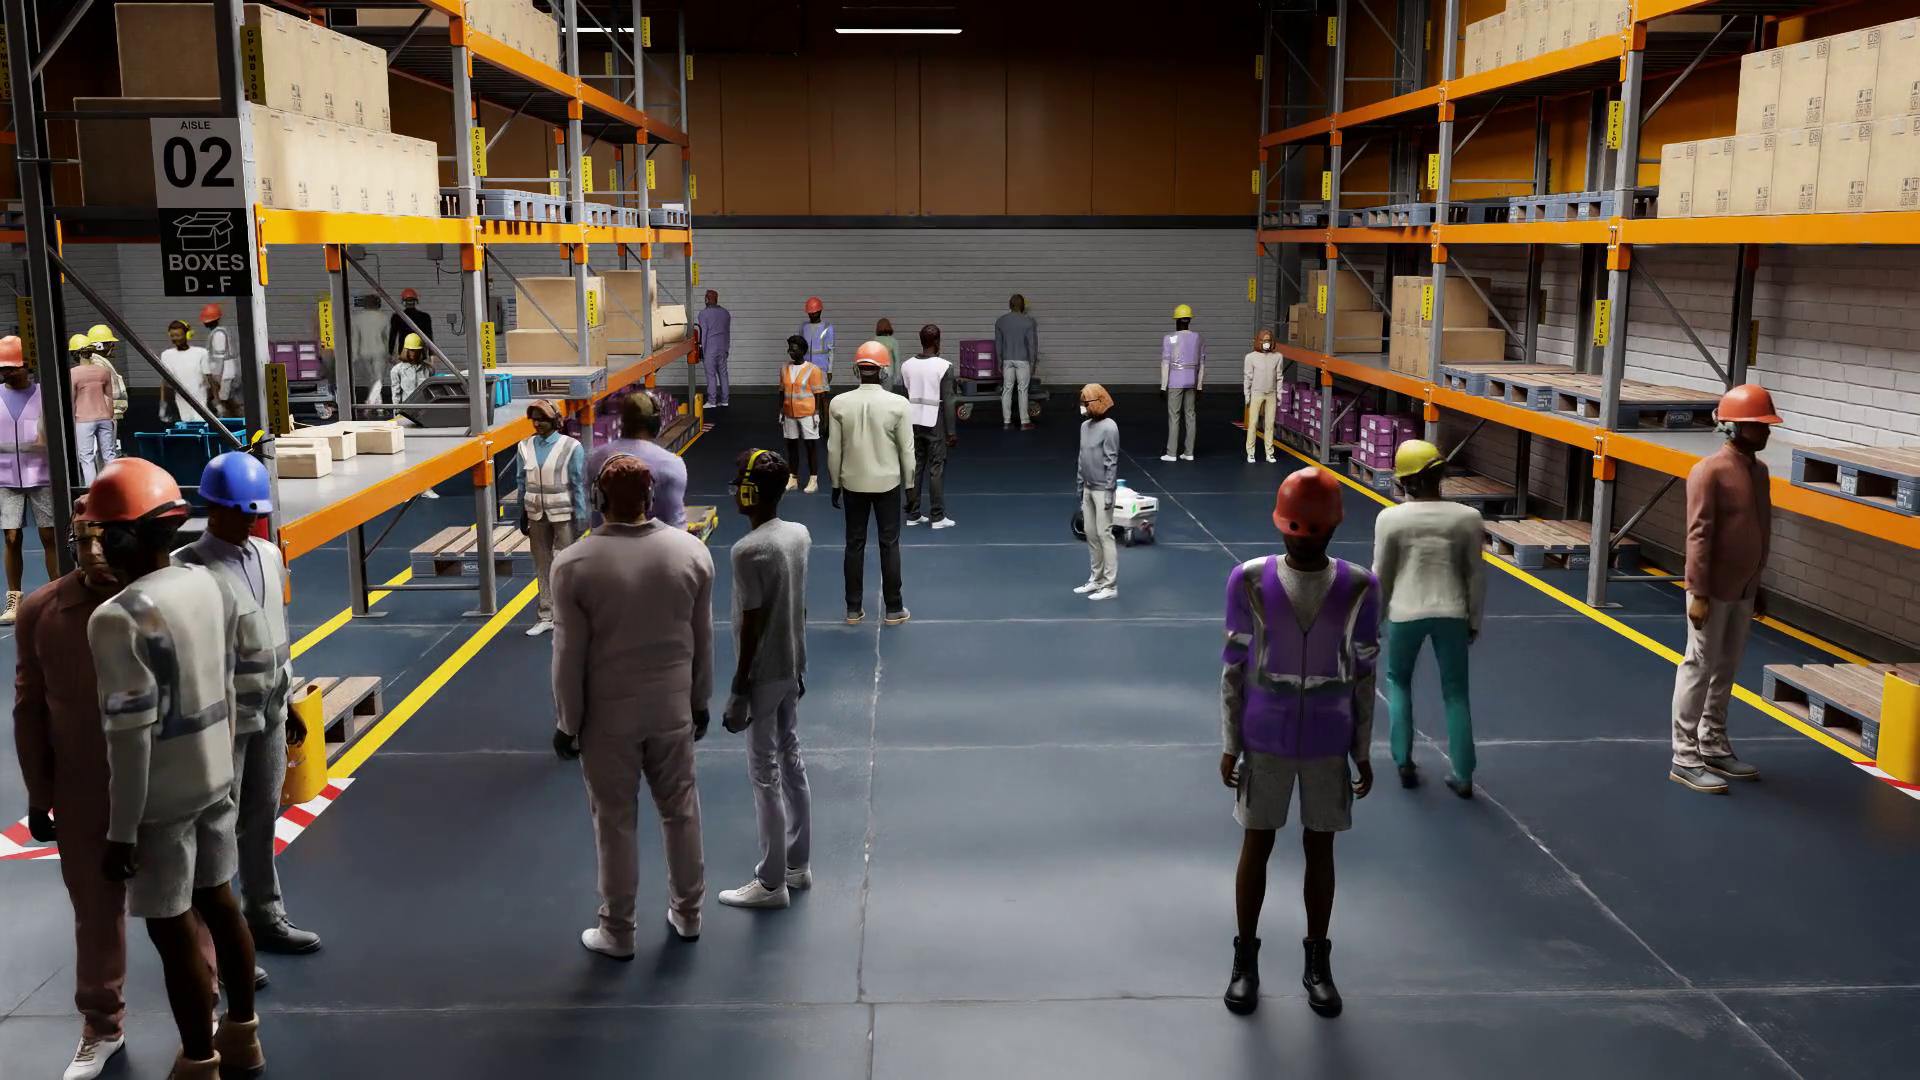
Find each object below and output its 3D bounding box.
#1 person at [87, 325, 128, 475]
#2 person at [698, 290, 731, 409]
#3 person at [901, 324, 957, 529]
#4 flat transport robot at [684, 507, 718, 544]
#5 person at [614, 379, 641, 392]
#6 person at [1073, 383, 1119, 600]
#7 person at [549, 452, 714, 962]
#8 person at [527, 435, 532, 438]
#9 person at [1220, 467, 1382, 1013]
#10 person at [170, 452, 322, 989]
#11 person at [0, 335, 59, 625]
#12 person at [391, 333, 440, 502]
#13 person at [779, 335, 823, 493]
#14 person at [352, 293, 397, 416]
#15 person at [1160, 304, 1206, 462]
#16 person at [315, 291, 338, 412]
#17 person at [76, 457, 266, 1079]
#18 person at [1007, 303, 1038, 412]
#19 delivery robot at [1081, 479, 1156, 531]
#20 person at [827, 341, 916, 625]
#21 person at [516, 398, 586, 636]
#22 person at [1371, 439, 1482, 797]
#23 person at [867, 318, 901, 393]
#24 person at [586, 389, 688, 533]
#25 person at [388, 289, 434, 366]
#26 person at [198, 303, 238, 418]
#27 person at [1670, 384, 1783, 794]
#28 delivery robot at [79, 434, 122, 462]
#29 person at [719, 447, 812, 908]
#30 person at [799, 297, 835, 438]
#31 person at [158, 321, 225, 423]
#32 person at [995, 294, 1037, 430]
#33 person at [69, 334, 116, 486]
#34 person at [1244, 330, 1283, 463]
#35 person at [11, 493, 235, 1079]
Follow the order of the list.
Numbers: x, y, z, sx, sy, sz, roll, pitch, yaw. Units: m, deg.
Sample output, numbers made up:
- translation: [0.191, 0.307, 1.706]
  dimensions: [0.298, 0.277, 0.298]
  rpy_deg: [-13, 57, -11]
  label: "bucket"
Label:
- translation: [-8.790, -1.295, 17.143]
  dimensions: [0.403, 1.833, 0.586]
  rpy_deg: [-6, 12, -30]
  label: "person"
- translation: [-3.996, -3.076, 26.858]
  dimensions: [0.399, 1.909, 0.642]
  rpy_deg: [8, 13, 39]
  label: "person"
- translation: [-0.303, -1.064, 15.642]
  dimensions: [0.592, 1.912, 0.384]
  rpy_deg: [8, 13, 38]
  label: "person"
- translation: [-2.576, -0.123, 14.960]
  dimensions: [0.652, 0.197, 1.431]
  rpy_deg: [0, 10, -2]
  label: "flat transport robot"
- translation: [-5.005, -2.631, 24.610]
  dimensions: [0.612, 1.812, 0.443]
  rpy_deg: [8, 13, 39]
  label: "person"
- translation: [1.036, -0.369, 12.567]
  dimensions: [0.283, 1.623, 0.511]
  rpy_deg: [-5, 11, -24]
  label: "person"
- translation: [-1.238, 0.621, 6.263]
  dimensions: [0.643, 1.908, 0.399]
  rpy_deg: [-7, 12, -33]
  label: "person"
- translation: [-5.432, -2.051, 21.357]
  dimensions: [0.625, 1.836, 0.428]
  rpy_deg: [-6, 12, -31]
  label: "person"
- translation: [1.174, 0.699, 5.770]
  dimensions: [0.542, 1.928, 0.374]
  rpy_deg: [1, 10, 6]
  label: "person"
- translation: [-2.623, 0.642, 6.061]
  dimensions: [0.402, 1.938, 0.602]
  rpy_deg: [3, 11, 15]
  label: "person"
- translation: [-6.564, -0.415, 11.681]
  dimensions: [0.605, 2.035, 0.384]
  rpy_deg: [-3, 11, -18]
  label: "person"
- translation: [-5.640, -1.273, 17.272]
  dimensions: [0.318, 1.740, 0.488]
  rpy_deg: [10, 14, 44]
  label: "person"
- translation: [-1.715, -1.345, 17.799]
  dimensions: [0.540, 1.695, 0.318]
  rpy_deg: [5, 12, 28]
  label: "person"
- translation: [-8.945, -2.798, 25.339]
  dimensions: [0.666, 1.904, 0.816]
  rpy_deg: [1, 10, 5]
  label: "person"
- translation: [2.712, -1.912, 20.350]
  dimensions: [0.589, 1.922, 0.390]
  rpy_deg: [-4, 11, -23]
  label: "person"
- translation: [-9.923, -2.976, 26.316]
  dimensions: [0.624, 1.906, 0.611]
  rpy_deg: [-7, 12, -33]
  label: "person"
- translation: [-2.439, 0.763, 5.093]
  dimensions: [0.390, 2.040, 0.614]
  rpy_deg: [1, 10, 6]
  label: "person"
- translation: [0.954, -2.917, 26.241]
  dimensions: [0.454, 1.811, 0.620]
  rpy_deg: [5, 11, 26]
  label: "person"
- translation: [1.420, -0.301, 14.903]
  dimensions: [0.477, 0.478, 0.707]
  rpy_deg: [-9, 13, -41]
  label: "delivery robot"
- translation: [-0.611, -0.393, 11.672]
  dimensions: [0.622, 1.990, 0.398]
  rpy_deg: [2, 10, 10]
  label: "person"
- translation: [-2.763, -0.143, 11.280]
  dimensions: [0.517, 1.634, 0.311]
  rpy_deg: [3, 11, 17]
  label: "person"
- translation: [2.270, 0.375, 8.123]
  dimensions: [0.532, 1.726, 0.437]
  rpy_deg: [1, 10, 4]
  label: "person"
- translation: [-1.076, -2.301, 23.359]
  dimensions: [0.529, 1.610, 0.415]
  rpy_deg: [3, 11, 16]
  label: "person"
- translation: [-1.750, 0.140, 8.951]
  dimensions: [0.637, 1.909, 0.916]
  rpy_deg: [4, 11, 23]
  label: "person"
- translation: [-8.455, -2.865, 25.532]
  dimensions: [0.646, 1.958, 0.819]
  rpy_deg: [-6, 12, -31]
  label: "person"
- translation: [-9.707, -2.168, 21.867]
  dimensions: [0.454, 1.885, 0.734]
  rpy_deg: [-4, 11, -22]
  label: "person"
- translation: [3.778, 0.231, 8.182]
  dimensions: [0.608, 1.996, 0.379]
  rpy_deg: [-8, 13, -36]
  label: "person"
- translation: [-9.988, -1.051, 19.080]
  dimensions: [0.707, 0.478, 0.477]
  rpy_deg: [4, 11, 22]
  label: "delivery robot"
- translation: [-0.789, 0.557, 6.721]
  dimensions: [0.328, 1.872, 0.515]
  rpy_deg: [4, 11, 22]
  label: "person"
- translation: [-1.982, -2.354, 22.764]
  dimensions: [0.543, 1.933, 0.364]
  rpy_deg: [4, 11, 19]
  label: "person"
- translation: [-8.345, -1.448, 17.996]
  dimensions: [0.578, 1.826, 0.860]
  rpy_deg: [-1, 10, -5]
  label: "person"
- translation: [0.802, -2.544, 23.803]
  dimensions: [0.629, 1.940, 0.379]
  rpy_deg: [5, 11, 26]
  label: "person"
- translation: [-8.781, -1.190, 16.780]
  dimensions: [0.349, 1.759, 0.520]
  rpy_deg: [5, 11, 25]
  label: "person"
- translation: [3.684, -1.743, 20.218]
  dimensions: [0.494, 1.624, 0.283]
  rpy_deg: [-2, 10, -11]
  label: "person"
- translation: [-2.668, 0.787, 5.337]
  dimensions: [0.644, 1.908, 0.408]
  rpy_deg: [-3, 11, -15]
  label: "person"
